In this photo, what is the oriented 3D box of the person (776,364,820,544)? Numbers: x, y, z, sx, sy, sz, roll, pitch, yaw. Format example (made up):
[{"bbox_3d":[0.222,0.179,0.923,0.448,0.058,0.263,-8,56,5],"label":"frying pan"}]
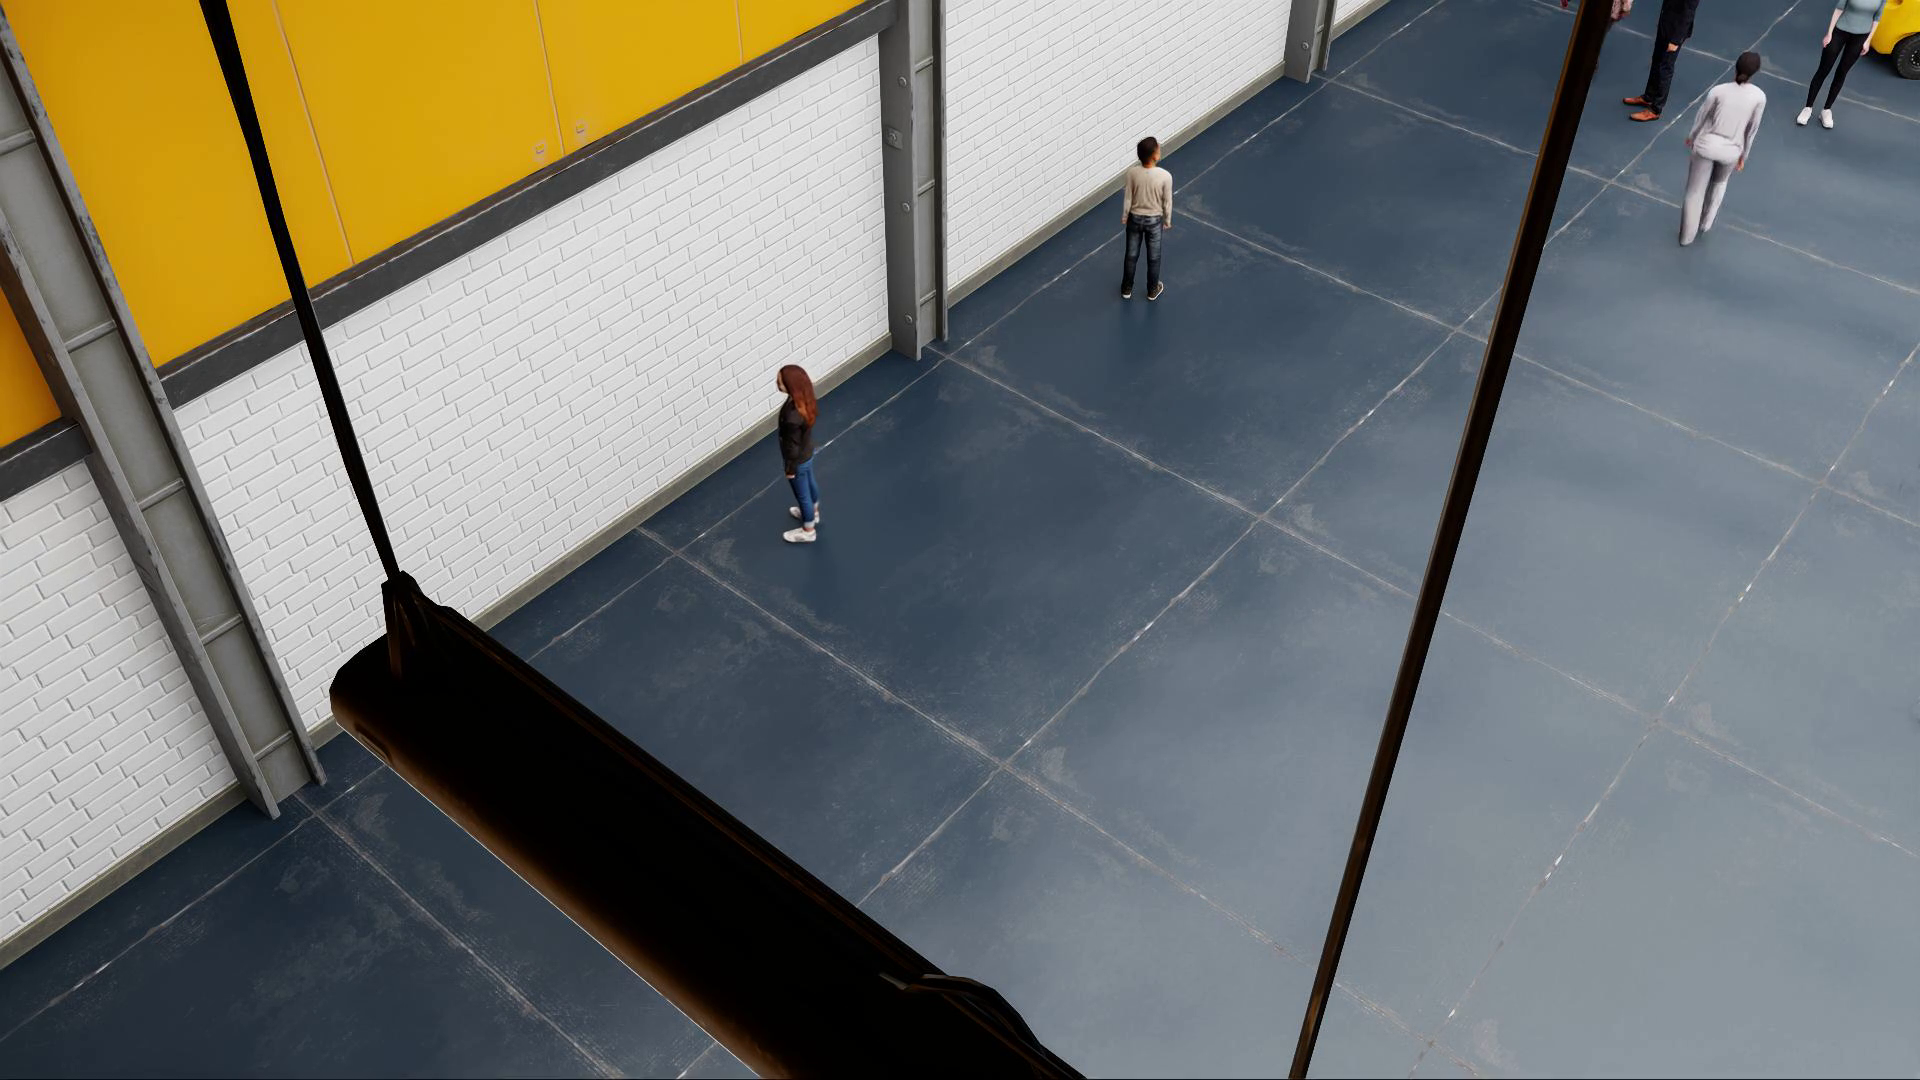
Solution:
[{"bbox_3d":[-1.104,-0.621,11.553,0.712,1.481,0.621,4,44,4],"label":"person"}]

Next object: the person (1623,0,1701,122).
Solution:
[{"bbox_3d":[6.776,-4.872,15.784,0.830,1.800,0.732,3,44,3],"label":"person"}]

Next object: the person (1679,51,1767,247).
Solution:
[{"bbox_3d":[6.454,-3.276,14.169,0.806,1.718,0.887,9,44,10],"label":"person"}]

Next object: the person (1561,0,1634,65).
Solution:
[{"bbox_3d":[6.318,-5.273,16.221,0.982,1.779,0.804,-25,49,-24],"label":"person"}]

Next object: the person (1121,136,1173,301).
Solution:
[{"bbox_3d":[1.519,-2.634,13.680,0.628,1.462,0.633,8,44,9],"label":"person"}]

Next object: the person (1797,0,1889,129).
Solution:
[{"bbox_3d":[8.376,-4.737,15.684,0.654,1.743,0.661,12,45,13],"label":"person"}]
